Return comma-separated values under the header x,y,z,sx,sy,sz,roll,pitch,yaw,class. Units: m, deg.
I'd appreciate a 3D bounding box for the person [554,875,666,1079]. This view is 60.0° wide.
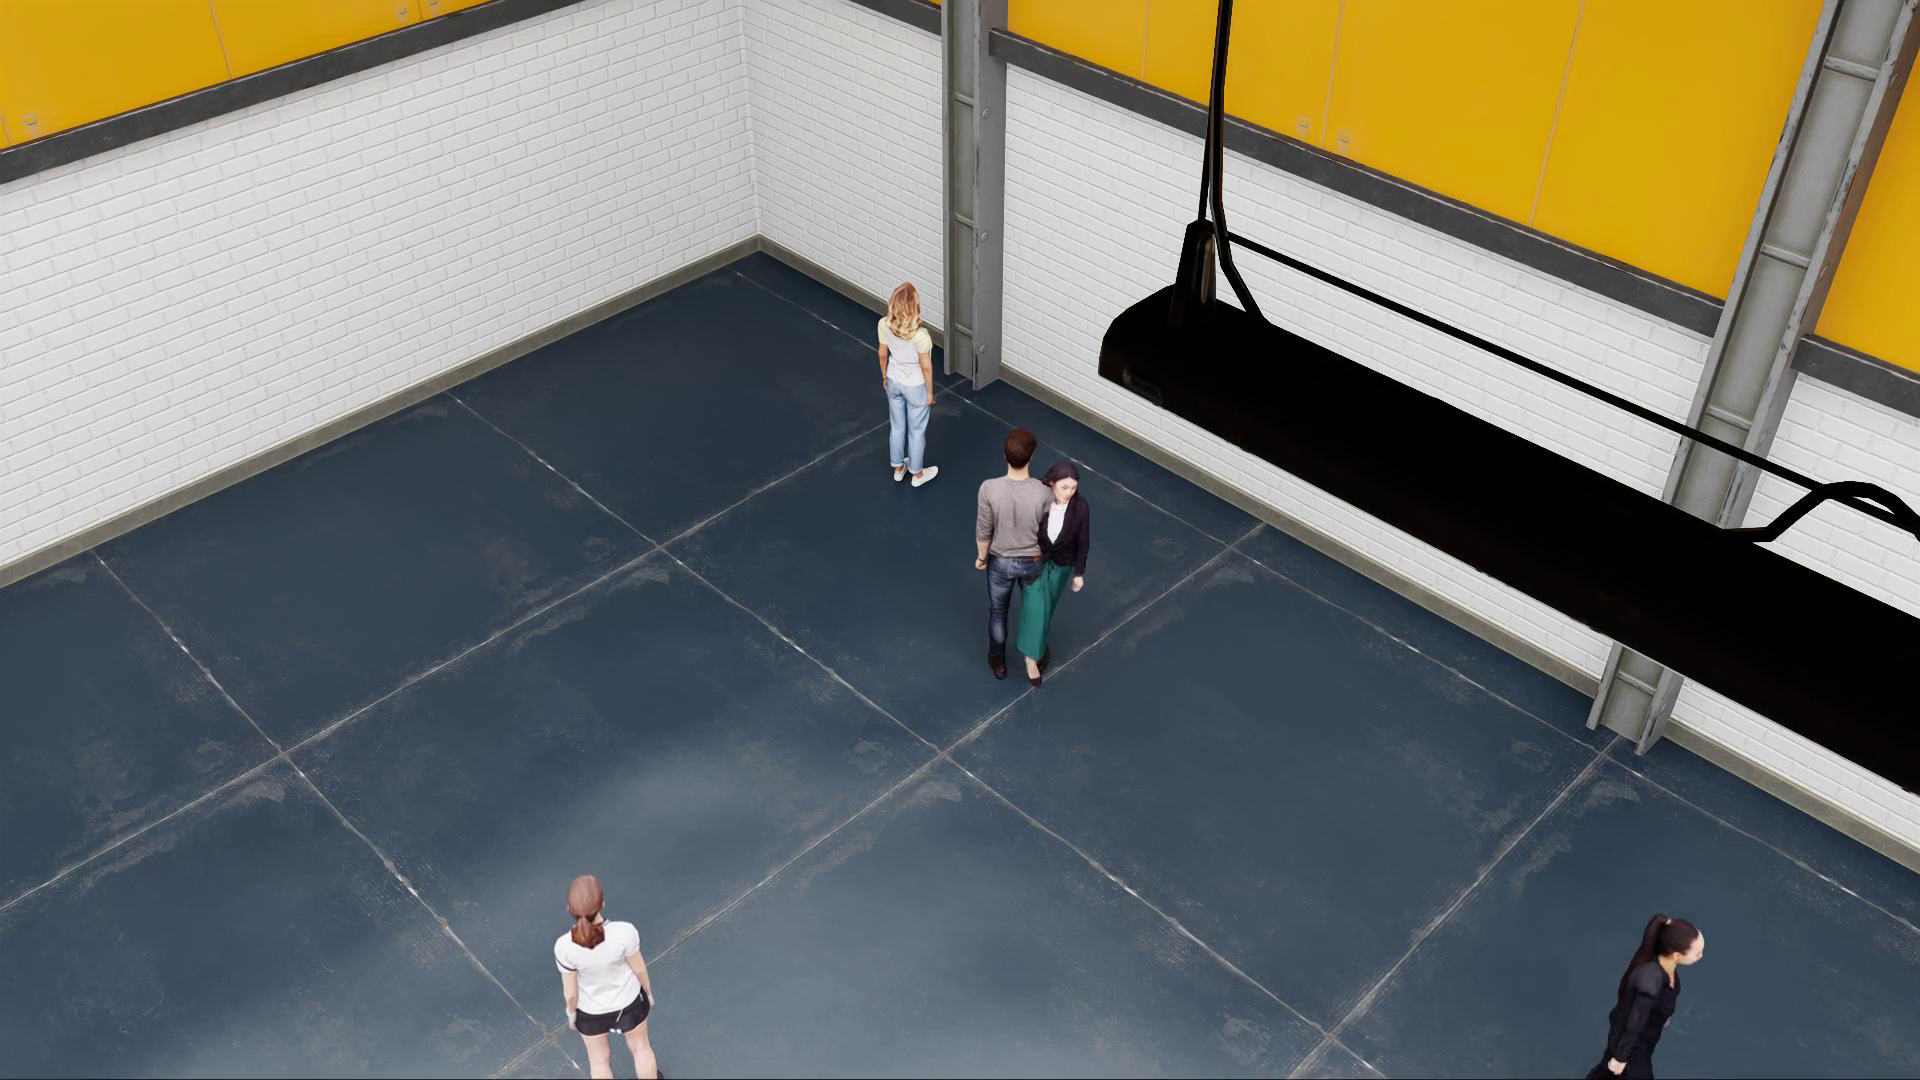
x,y,z,sx,sy,sz,roll,pitch,yaw,class
-1.727,2.274,8.165,0.663,1.751,0.677,-12,40,-15,person

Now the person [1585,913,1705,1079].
x,y,z,sx,sy,sz,roll,pitch,yaw,class
3.187,2.392,8.058,0.716,1.700,0.691,20,43,23,person

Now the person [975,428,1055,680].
x,y,z,sx,sy,sz,roll,pitch,yaw,class
0.366,0.122,10.737,0.743,1.903,0.819,2,39,3,person

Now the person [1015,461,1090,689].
x,y,z,sx,sy,sz,roll,pitch,yaw,class
0.554,0.132,10.886,0.893,1.702,0.964,4,39,5,person

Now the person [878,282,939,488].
x,y,z,sx,sy,sz,roll,pitch,yaw,class
-0.393,-1.158,12.485,0.575,1.723,0.738,20,43,23,person
